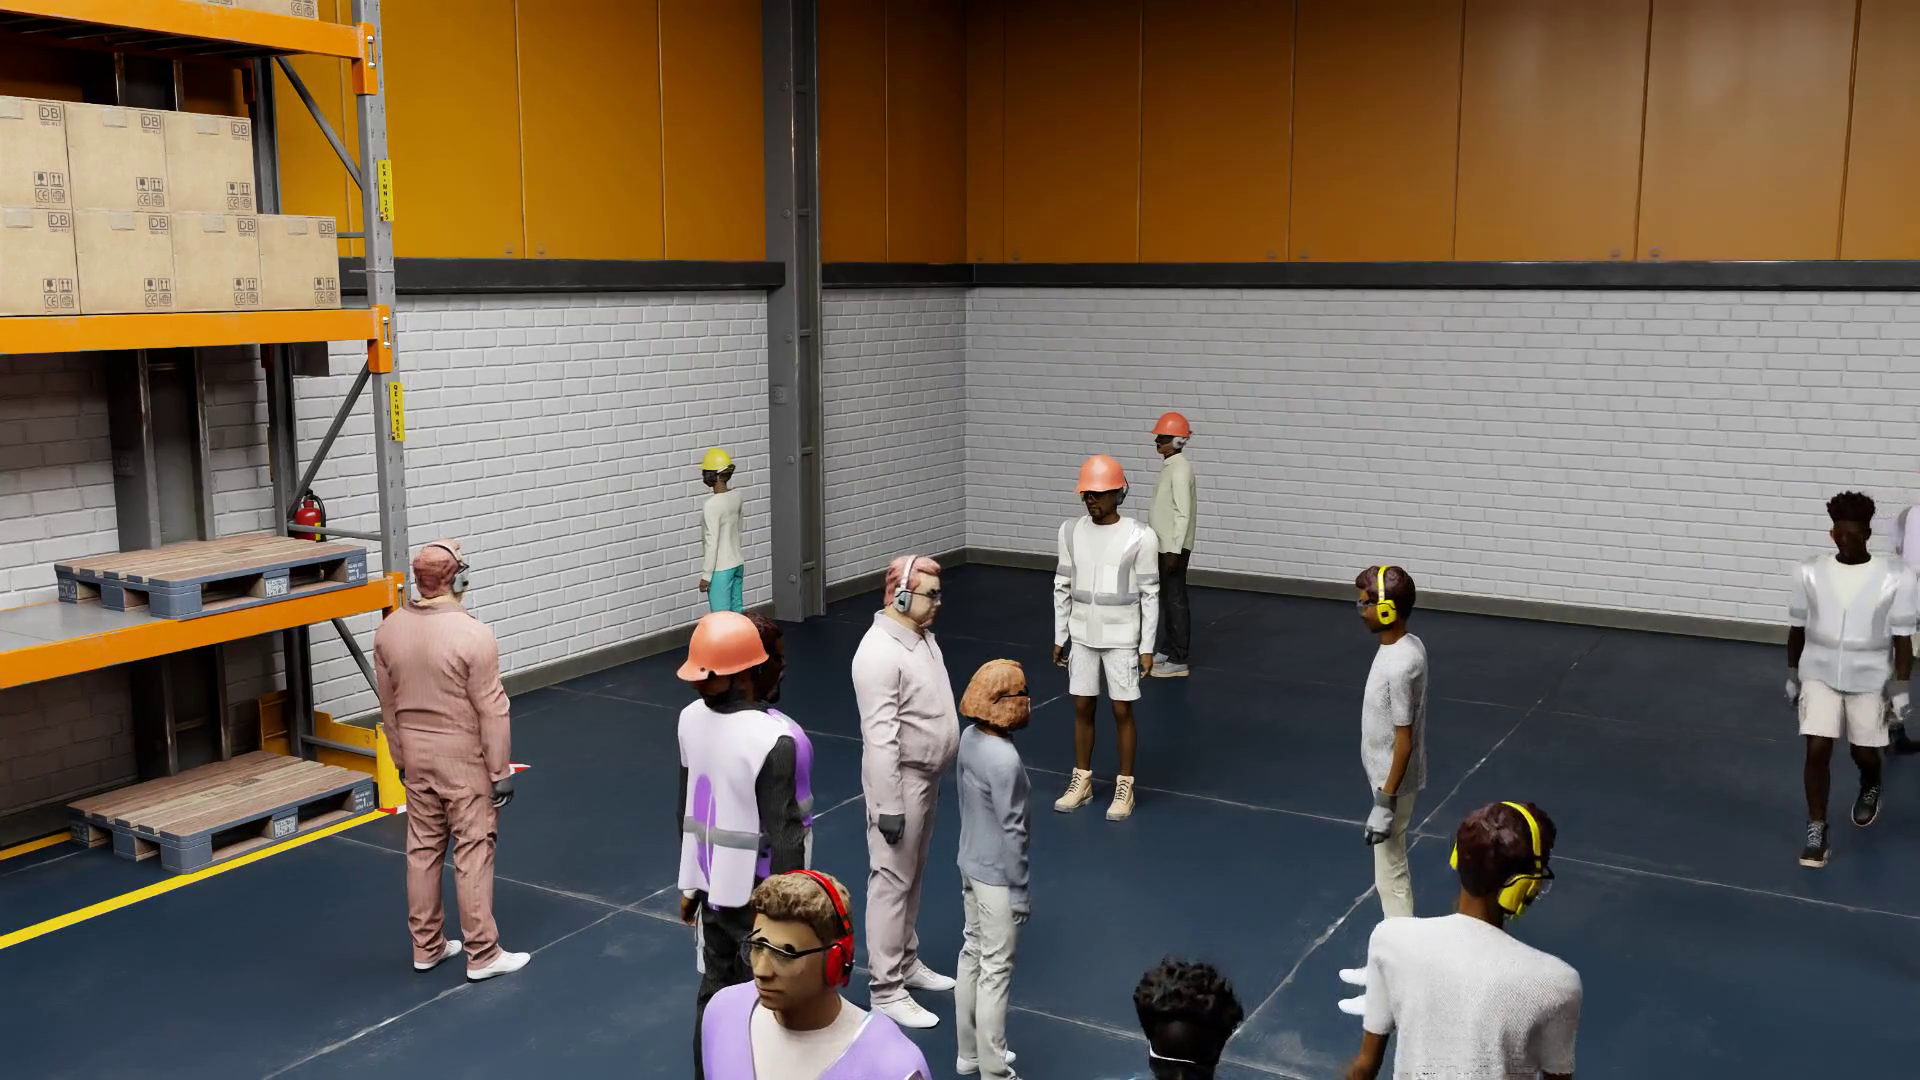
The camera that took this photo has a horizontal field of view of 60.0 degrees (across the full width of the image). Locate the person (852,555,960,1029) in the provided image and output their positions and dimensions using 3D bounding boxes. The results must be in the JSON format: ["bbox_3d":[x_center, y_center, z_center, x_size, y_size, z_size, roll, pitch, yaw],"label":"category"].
[{"bbox_3d":[-0.202,1.002,6.799,0.407,1.905,0.638,2,9,12],"label":"person"}]

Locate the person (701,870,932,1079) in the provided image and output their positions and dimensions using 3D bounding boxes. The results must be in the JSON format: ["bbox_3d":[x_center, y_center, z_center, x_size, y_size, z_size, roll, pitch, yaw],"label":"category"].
[{"bbox_3d":[-0.308,1.563,3.457,0.565,1.850,0.390,6,11,32],"label":"person"}]

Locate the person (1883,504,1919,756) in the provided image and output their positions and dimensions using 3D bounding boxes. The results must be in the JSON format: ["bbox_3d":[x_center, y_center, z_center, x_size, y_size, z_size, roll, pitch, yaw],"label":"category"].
[{"bbox_3d":[6.101,0.413,10.428,0.636,1.909,0.578,-5,10,-27],"label":"person"}]

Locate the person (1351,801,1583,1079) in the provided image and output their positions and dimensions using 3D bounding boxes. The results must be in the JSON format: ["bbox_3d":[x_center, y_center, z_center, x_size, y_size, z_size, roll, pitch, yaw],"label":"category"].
[{"bbox_3d":[1.191,1.495,3.939,0.525,1.833,0.671,8,12,41],"label":"person"}]

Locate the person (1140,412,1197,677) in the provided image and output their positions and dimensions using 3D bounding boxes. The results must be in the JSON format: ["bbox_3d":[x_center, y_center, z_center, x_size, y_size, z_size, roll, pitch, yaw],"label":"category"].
[{"bbox_3d":[1.592,0.031,12.563,0.375,1.997,0.612,0,9,-2],"label":"person"}]

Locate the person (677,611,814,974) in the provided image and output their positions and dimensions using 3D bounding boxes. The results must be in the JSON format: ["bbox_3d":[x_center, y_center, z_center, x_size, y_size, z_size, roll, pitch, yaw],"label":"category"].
[{"bbox_3d":[-0.745,1.182,5.586,0.542,1.931,0.376,7,12,38],"label":"person"}]

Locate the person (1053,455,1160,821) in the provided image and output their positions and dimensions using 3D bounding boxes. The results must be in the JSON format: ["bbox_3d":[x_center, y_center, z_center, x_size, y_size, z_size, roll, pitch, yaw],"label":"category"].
[{"bbox_3d":[0.787,0.543,9.225,0.615,2.040,0.391,5,10,28],"label":"person"}]

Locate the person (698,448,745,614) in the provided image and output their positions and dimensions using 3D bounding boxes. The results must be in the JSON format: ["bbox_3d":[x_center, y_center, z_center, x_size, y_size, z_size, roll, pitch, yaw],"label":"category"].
[{"bbox_3d":[-1.752,0.210,12.162,0.314,1.769,0.524,3,10,18],"label":"person"}]

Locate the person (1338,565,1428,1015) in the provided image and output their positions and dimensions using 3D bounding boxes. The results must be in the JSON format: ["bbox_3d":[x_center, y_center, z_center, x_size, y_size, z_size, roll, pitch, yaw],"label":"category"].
[{"bbox_3d":[1.741,1.020,6.807,0.327,1.865,0.520,3,9,16],"label":"person"}]

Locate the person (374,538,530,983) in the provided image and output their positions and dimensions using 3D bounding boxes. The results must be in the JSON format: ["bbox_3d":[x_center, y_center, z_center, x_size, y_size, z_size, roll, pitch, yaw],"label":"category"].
[{"bbox_3d":[-2.172,0.942,7.144,0.641,1.913,0.407,4,10,24],"label":"person"}]

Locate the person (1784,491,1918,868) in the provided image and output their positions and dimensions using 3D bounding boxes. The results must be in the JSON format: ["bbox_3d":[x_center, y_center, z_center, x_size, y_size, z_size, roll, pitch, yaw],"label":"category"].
[{"bbox_3d":[4.624,0.688,8.643,0.623,1.939,0.800,7,11,37],"label":"person"}]

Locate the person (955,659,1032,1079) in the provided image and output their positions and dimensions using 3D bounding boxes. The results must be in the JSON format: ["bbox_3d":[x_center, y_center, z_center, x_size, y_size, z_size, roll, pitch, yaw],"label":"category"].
[{"bbox_3d":[0.137,1.240,6.143,0.278,1.634,0.498,-3,10,-19],"label":"person"}]

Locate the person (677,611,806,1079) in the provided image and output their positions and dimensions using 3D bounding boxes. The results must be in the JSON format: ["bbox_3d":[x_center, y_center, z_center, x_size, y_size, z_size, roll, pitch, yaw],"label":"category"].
[{"bbox_3d":[-0.730,1.188,5.591,0.373,1.916,0.596,-8,12,-42],"label":"person"}]

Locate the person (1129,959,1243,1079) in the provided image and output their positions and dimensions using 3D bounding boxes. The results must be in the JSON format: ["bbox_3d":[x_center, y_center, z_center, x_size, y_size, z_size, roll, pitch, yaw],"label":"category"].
[{"bbox_3d":[0.424,1.658,3.352,0.552,1.696,0.381,3,10,20],"label":"person"}]
